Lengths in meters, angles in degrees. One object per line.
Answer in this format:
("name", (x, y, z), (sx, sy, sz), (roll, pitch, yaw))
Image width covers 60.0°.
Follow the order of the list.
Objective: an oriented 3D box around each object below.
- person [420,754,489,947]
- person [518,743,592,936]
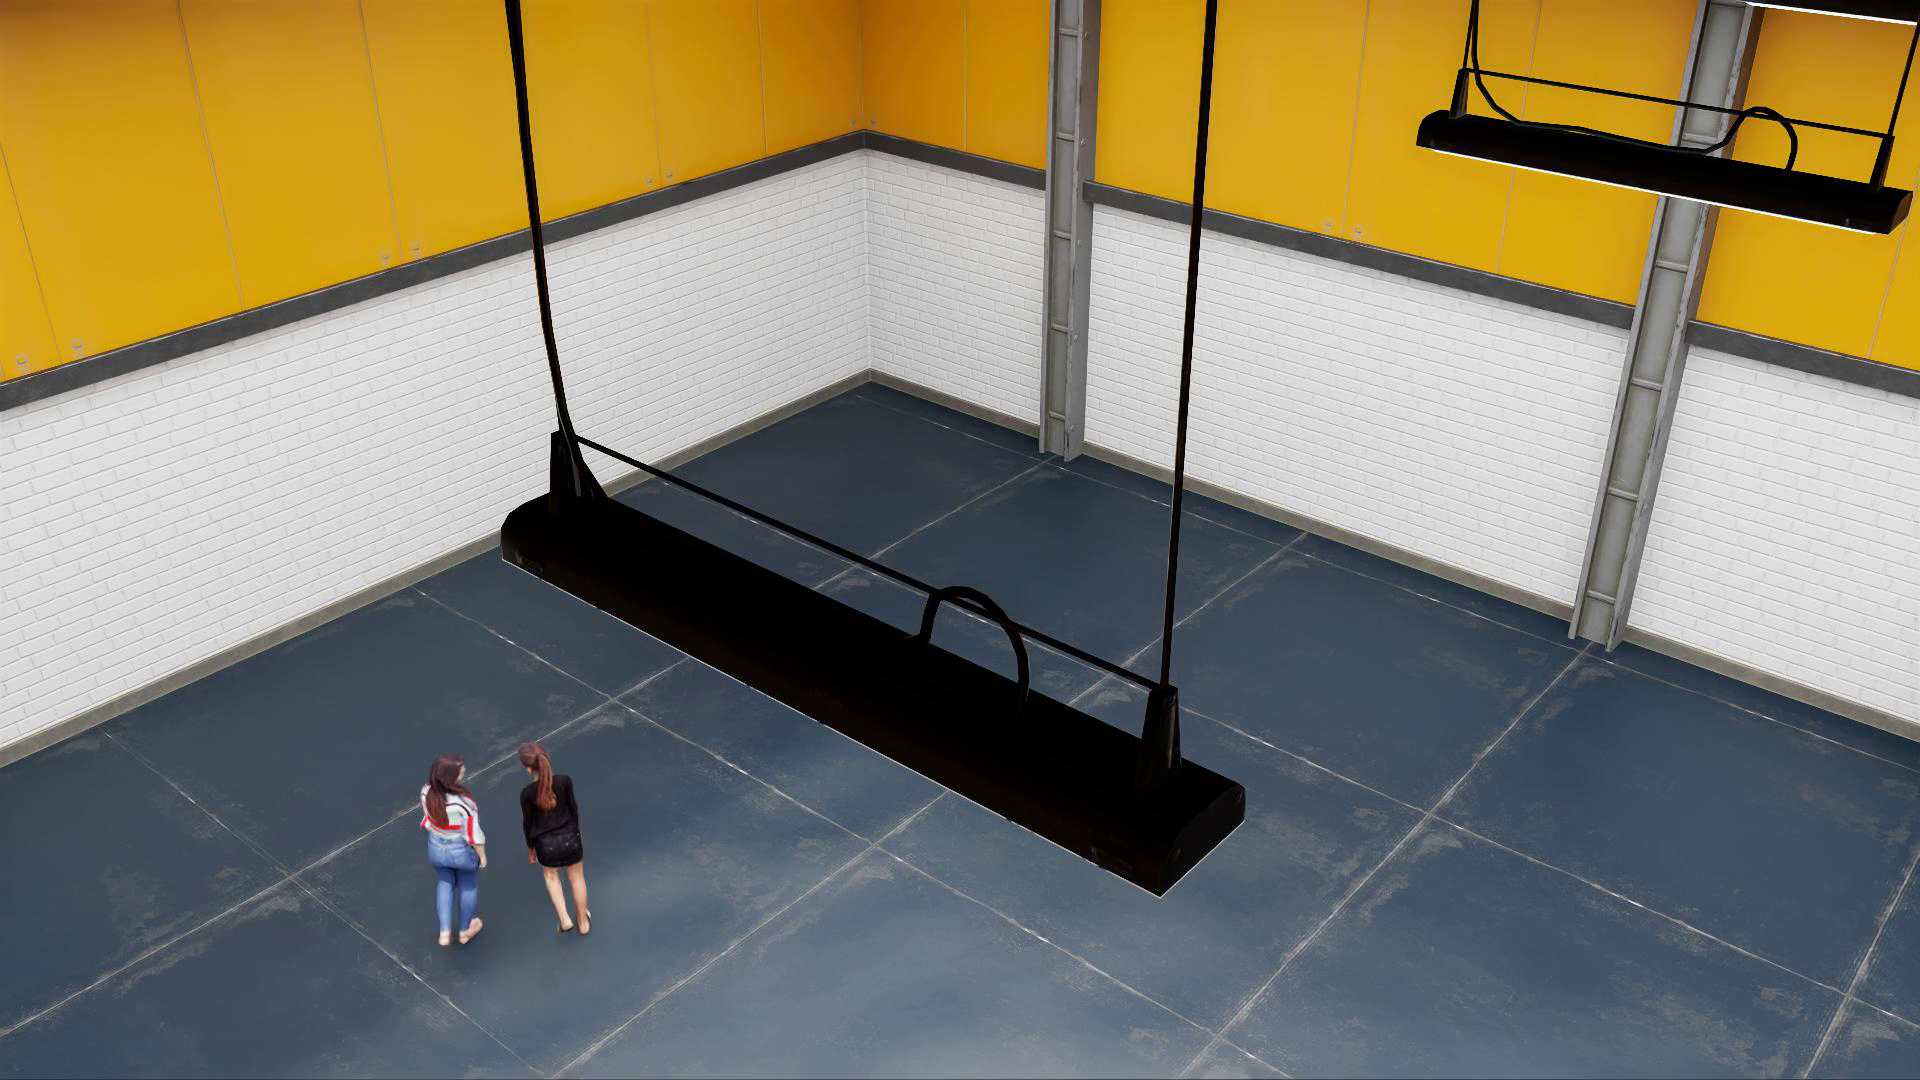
("person", (-3.354, 2.101, 11.042), (0.768, 1.584, 0.823), (0, 29, -1))
("person", (-2.696, 2.059, 11.173), (0.667, 1.532, 0.736), (-6, 29, -10))
